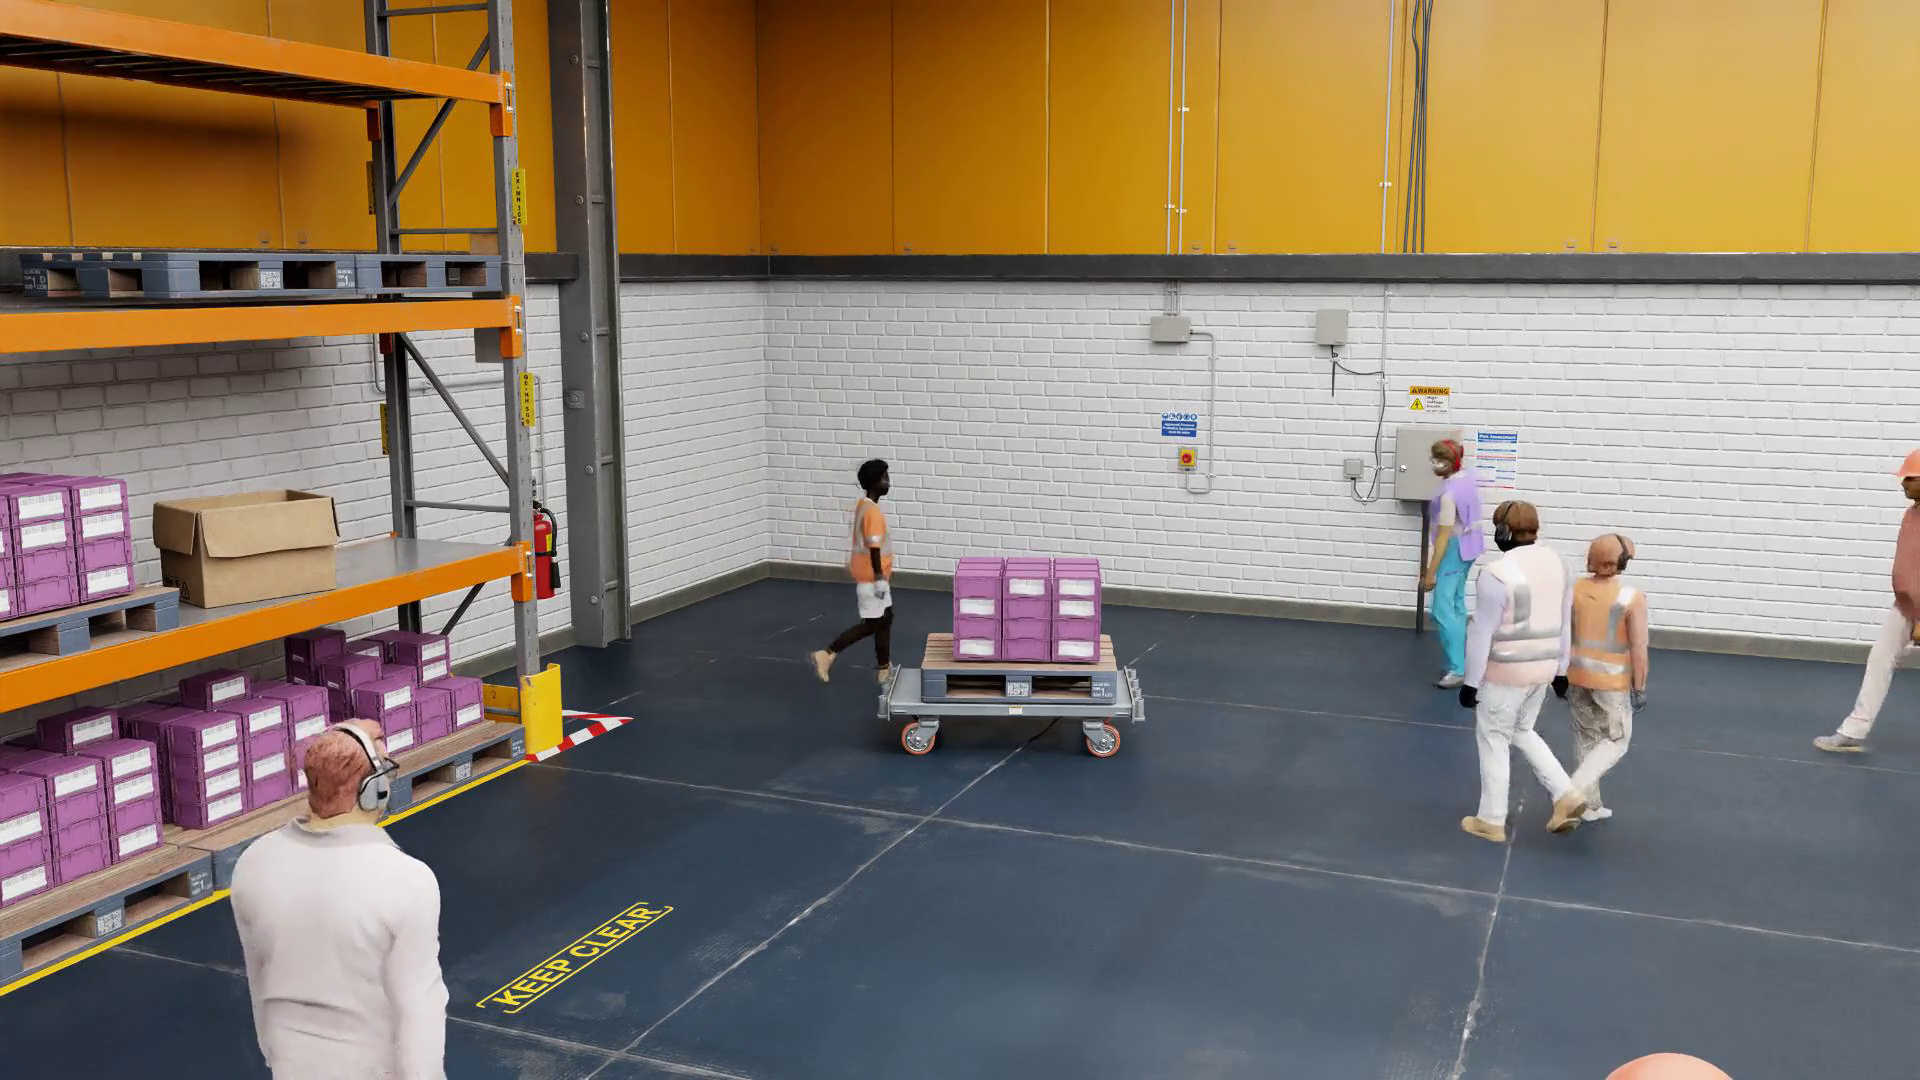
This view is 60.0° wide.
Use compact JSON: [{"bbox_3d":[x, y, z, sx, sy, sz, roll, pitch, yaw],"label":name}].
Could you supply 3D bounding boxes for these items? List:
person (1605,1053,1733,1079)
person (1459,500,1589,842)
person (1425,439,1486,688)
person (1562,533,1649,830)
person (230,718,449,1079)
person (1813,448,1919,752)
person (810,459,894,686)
[{"bbox_3d":[0.939,1.668,2.313,0.612,1.995,0.377,2,10,10],"label":"person"},{"bbox_3d":[2.948,0.702,8.697,0.654,1.822,0.547,-6,11,-33],"label":"person"},{"bbox_3d":[3.585,0.161,12.049,0.386,1.805,0.672,6,11,31],"label":"person"},{"bbox_3d":[3.378,0.771,8.894,0.566,1.619,0.539,-6,11,-33],"label":"person"},{"bbox_3d":[-1.614,1.389,4.441,0.659,1.860,0.980,3,10,17],"label":"person"},{"bbox_3d":[5.932,0.399,10.187,1.059,1.944,0.632,1,9,6],"label":"person"},{"bbox_3d":[-0.703,0.249,11.866,0.670,1.677,0.537,-1,9,-5],"label":"person"}]
